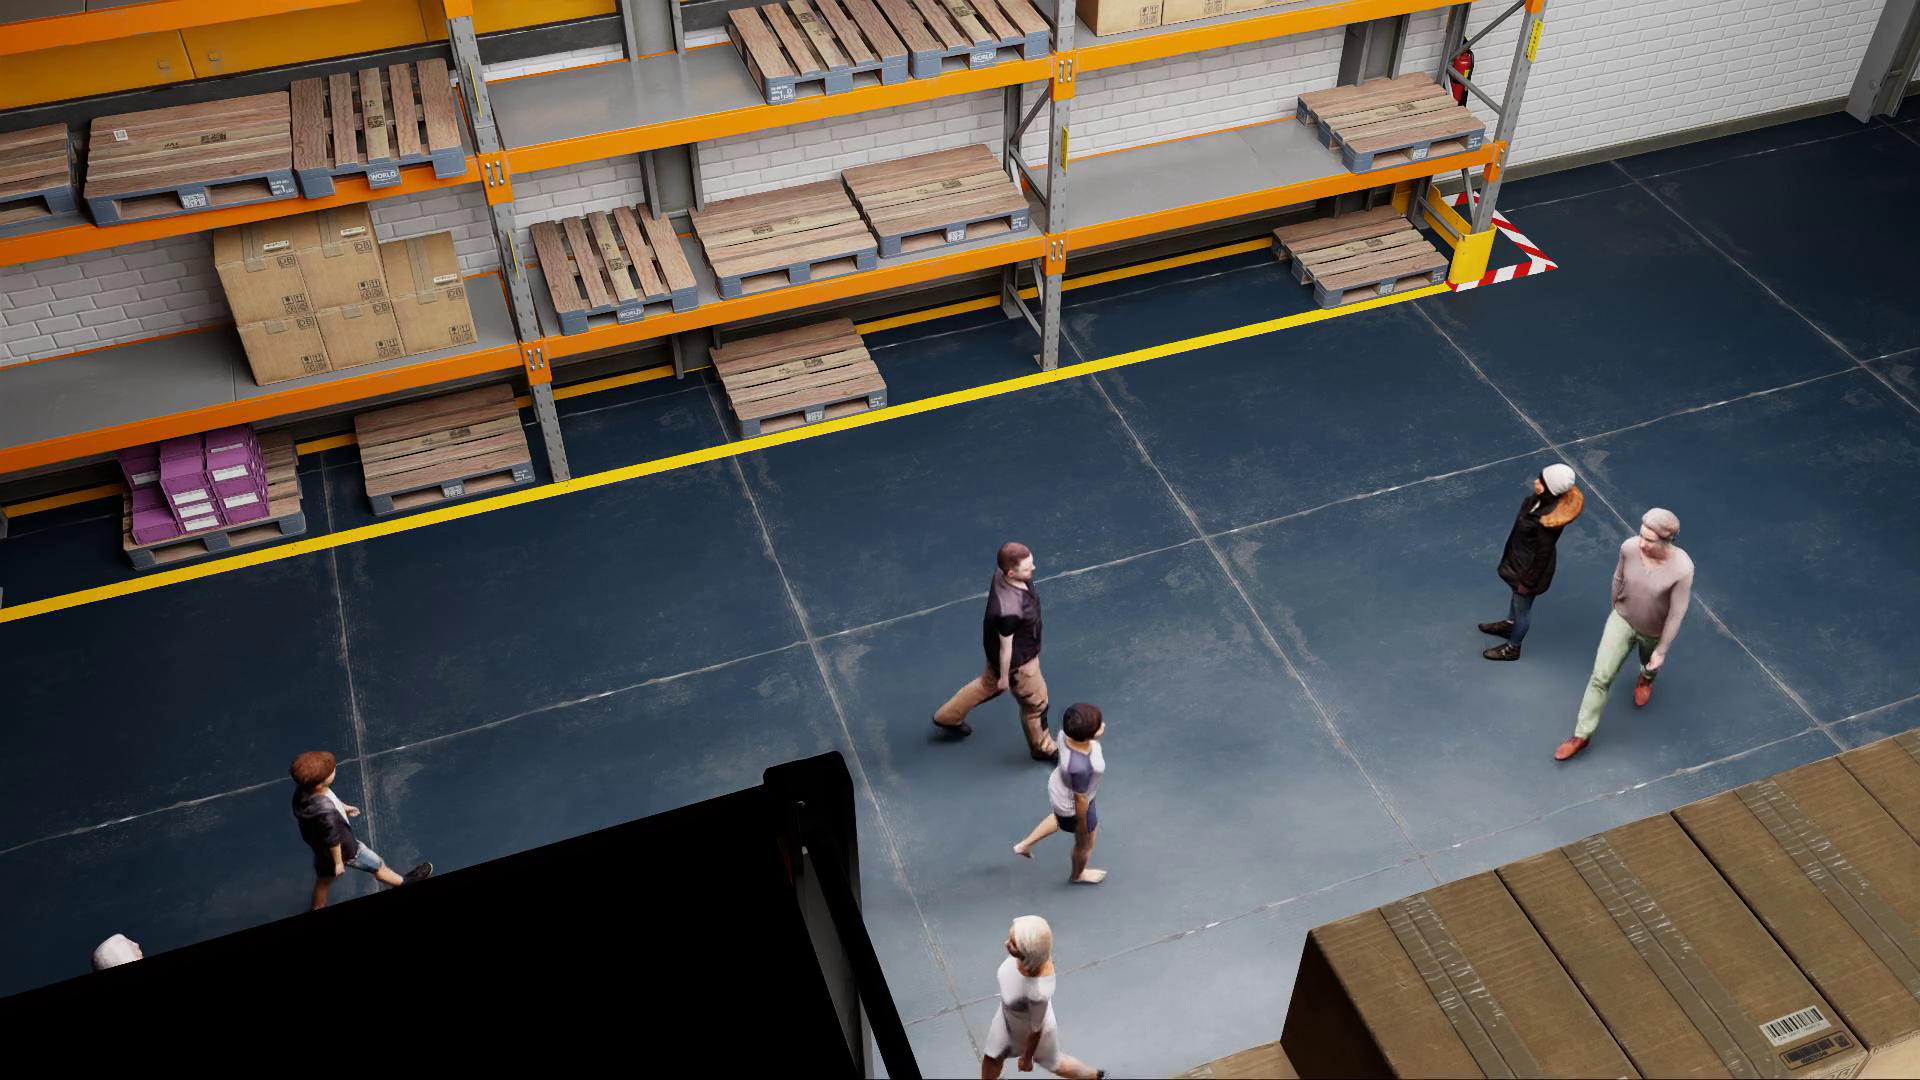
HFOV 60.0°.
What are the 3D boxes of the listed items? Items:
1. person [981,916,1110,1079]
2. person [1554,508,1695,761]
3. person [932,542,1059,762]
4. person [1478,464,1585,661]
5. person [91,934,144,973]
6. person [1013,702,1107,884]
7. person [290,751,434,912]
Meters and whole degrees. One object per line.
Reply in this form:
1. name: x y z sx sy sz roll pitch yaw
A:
1. person: 0.429 2.414 8.377 1.068 1.714 0.621 -11 45 -12
2. person: 4.271 0.487 10.317 1.118 1.829 1.380 29 51 27
3. person: 0.217 0.666 10.144 1.235 1.808 0.921 -2 44 -2
4. person: 3.717 0.139 10.824 0.756 1.633 0.728 8 44 9
5. person: -3.913 2.504 8.259 0.572 1.746 0.706 -6 44 -6
6. person: 0.592 1.456 9.504 0.820 1.547 0.653 -6 44 -6
7. person: -3.570 1.724 9.325 1.039 1.407 0.793 -33 53 -30
